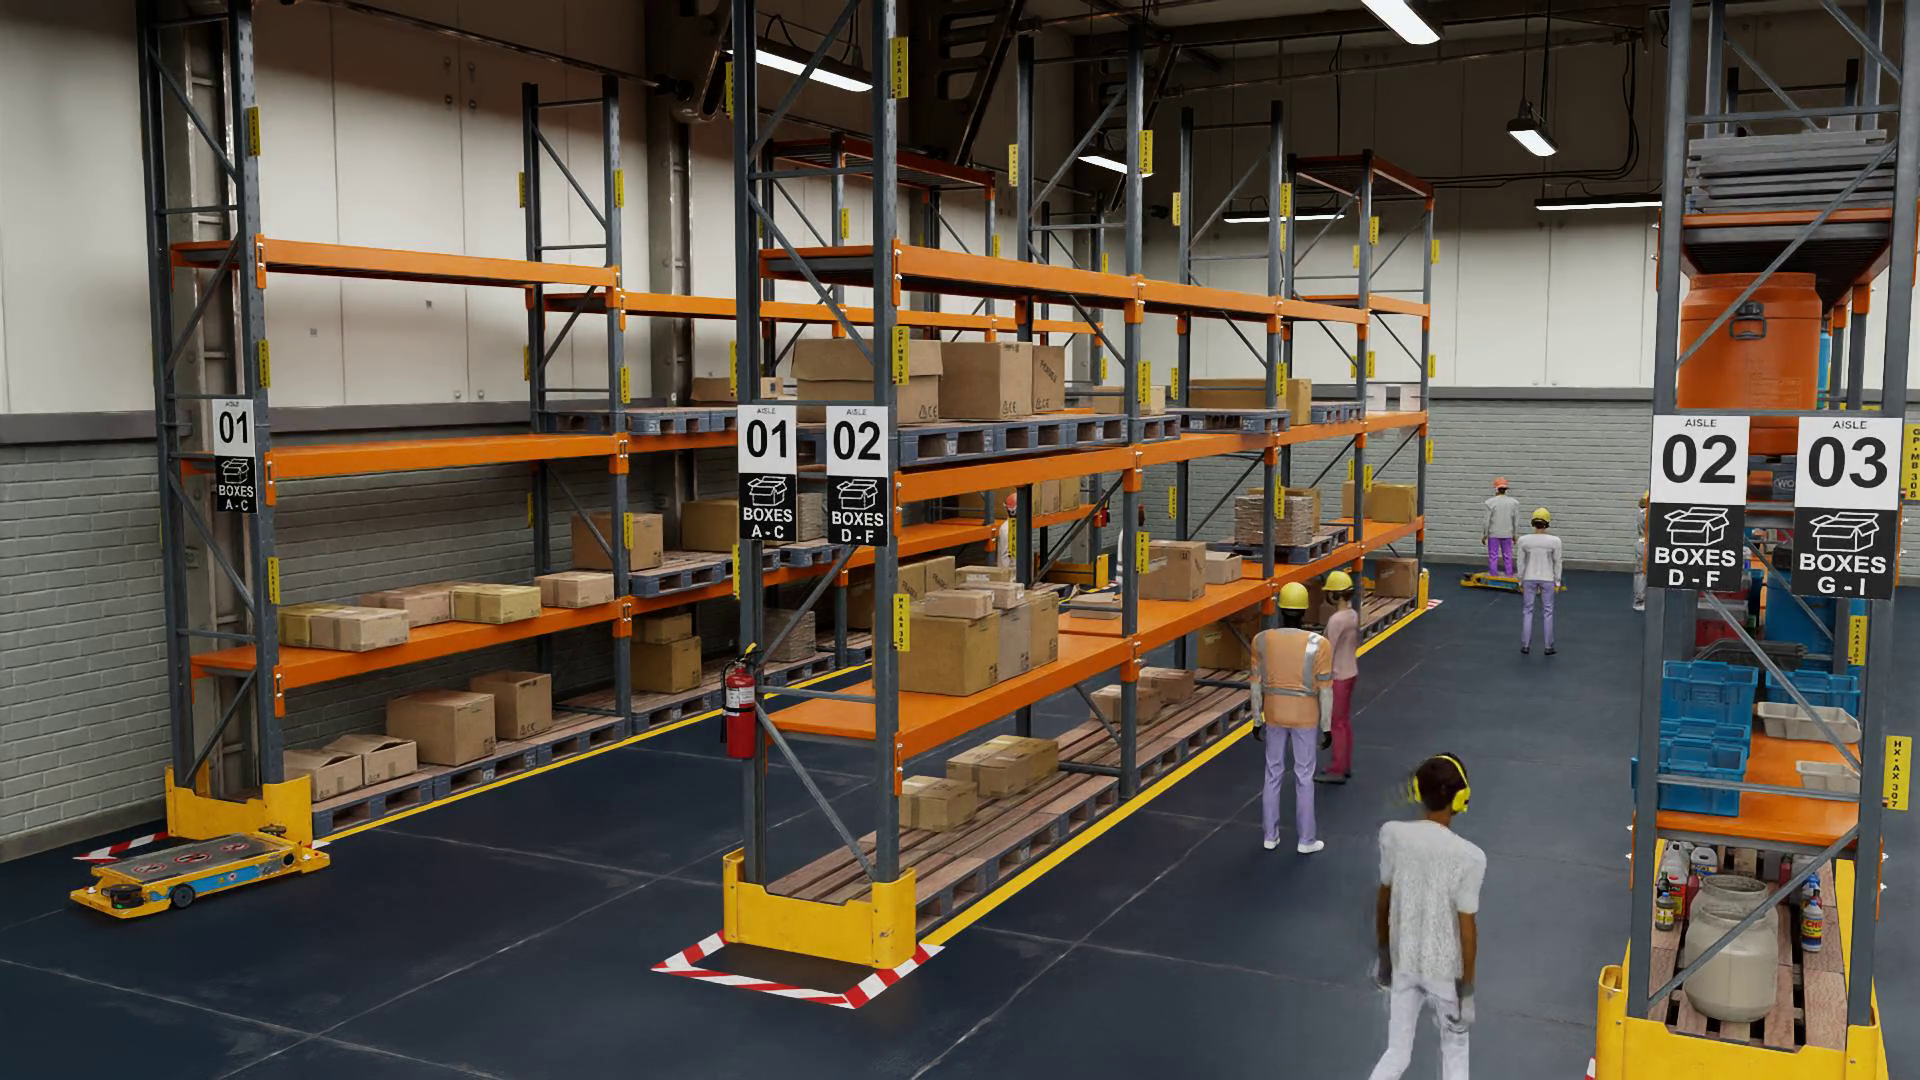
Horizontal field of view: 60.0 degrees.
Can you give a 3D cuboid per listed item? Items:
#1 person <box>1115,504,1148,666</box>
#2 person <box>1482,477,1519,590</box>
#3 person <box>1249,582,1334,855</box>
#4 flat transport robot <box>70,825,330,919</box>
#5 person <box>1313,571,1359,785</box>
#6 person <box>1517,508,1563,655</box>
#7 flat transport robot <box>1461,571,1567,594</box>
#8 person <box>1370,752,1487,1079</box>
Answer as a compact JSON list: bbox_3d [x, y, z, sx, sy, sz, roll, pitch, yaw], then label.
[{"bbox_3d":[1.987,0.510,19.294,0.361,1.882,0.575,0,6,0],"label":"person"},{"bbox_3d":[8.387,-0.101,25.845,0.572,1.750,0.331,0,6,-4],"label":"person"},{"bbox_3d":[2.348,1.258,11.776,0.594,1.929,0.352,3,7,27],"label":"person"},{"bbox_3d":[-4.977,2.165,10.949,0.652,0.197,1.431,4,7,36],"label":"flat transport robot"},{"bbox_3d":[3.126,1.136,13.787,0.331,1.767,0.525,4,7,31],"label":"person"},{"bbox_3d":[6.956,0.497,19.975,0.522,1.769,0.310,3,6,25],"label":"person"},{"bbox_3d":[8.554,0.648,25.702,0.652,0.197,1.431,-5,8,-40],"label":"flat transport robot"},{"bbox_3d":[1.911,1.805,6.962,0.530,1.842,0.856,5,8,41],"label":"person"}]
